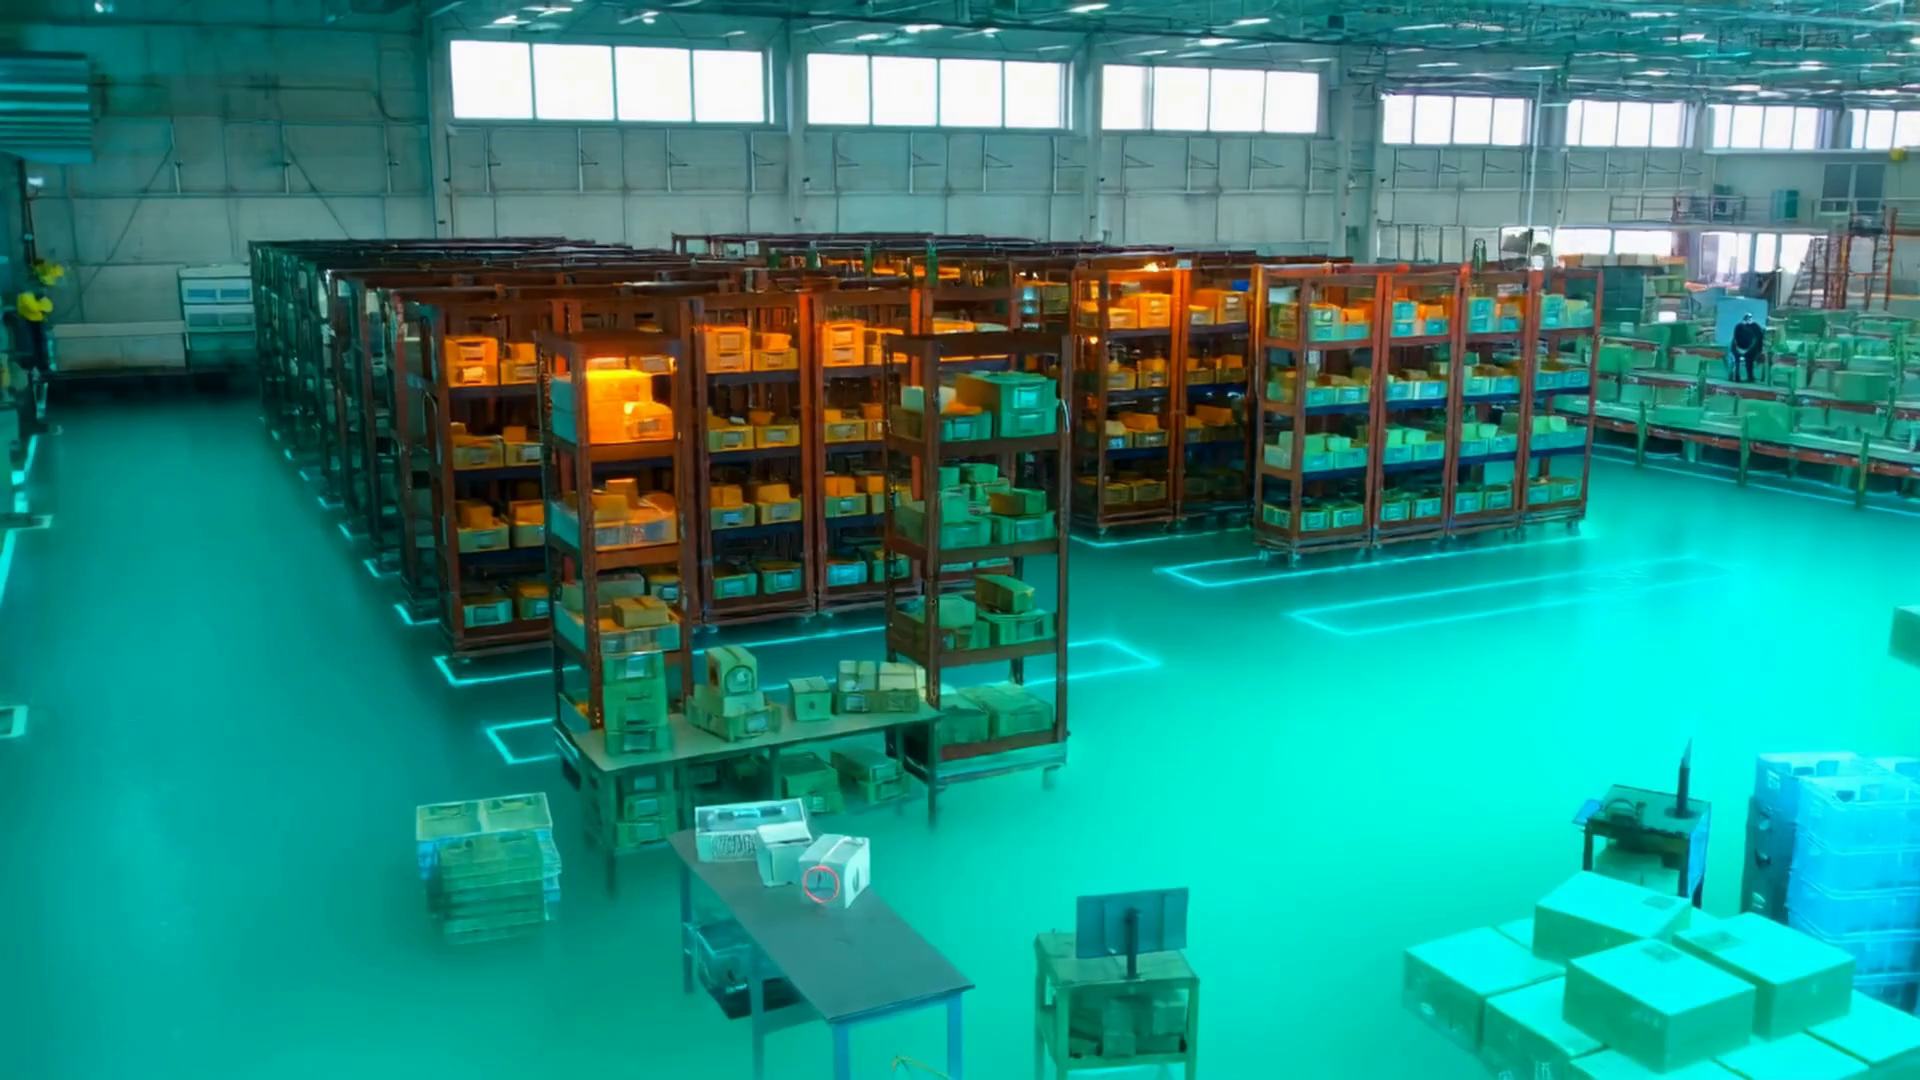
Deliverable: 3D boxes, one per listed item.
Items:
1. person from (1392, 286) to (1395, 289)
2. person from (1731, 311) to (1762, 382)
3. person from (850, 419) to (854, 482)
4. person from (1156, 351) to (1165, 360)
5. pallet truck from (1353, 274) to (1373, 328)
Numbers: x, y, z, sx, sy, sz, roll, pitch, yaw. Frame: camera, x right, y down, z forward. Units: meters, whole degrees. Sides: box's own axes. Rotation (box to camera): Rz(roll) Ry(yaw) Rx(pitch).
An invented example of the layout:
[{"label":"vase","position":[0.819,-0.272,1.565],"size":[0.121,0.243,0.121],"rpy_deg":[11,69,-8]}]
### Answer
[{"label":"person","position":[11.892,-6.028,45.724],"size":[0.461,2.024,0.626],"rpy_deg":[-8,14,-33]},{"label":"person","position":[17.805,-4.251,37.726],"size":[0.400,1.897,0.643],"rpy_deg":[-9,15,-37]},{"label":"person","position":[-1.930,-1.804,26.076],"size":[0.619,1.974,0.486],"rpy_deg":[-11,16,-41]},{"label":"person","position":[4.808,-4.489,39.171],"size":[0.536,1.742,0.530],"rpy_deg":[1,12,3]},{"label":"pallet truck","position":[13.011,-8.050,55.243],"size":[0.823,1.965,1.885],"rpy_deg":[-7,14,-28]}]
